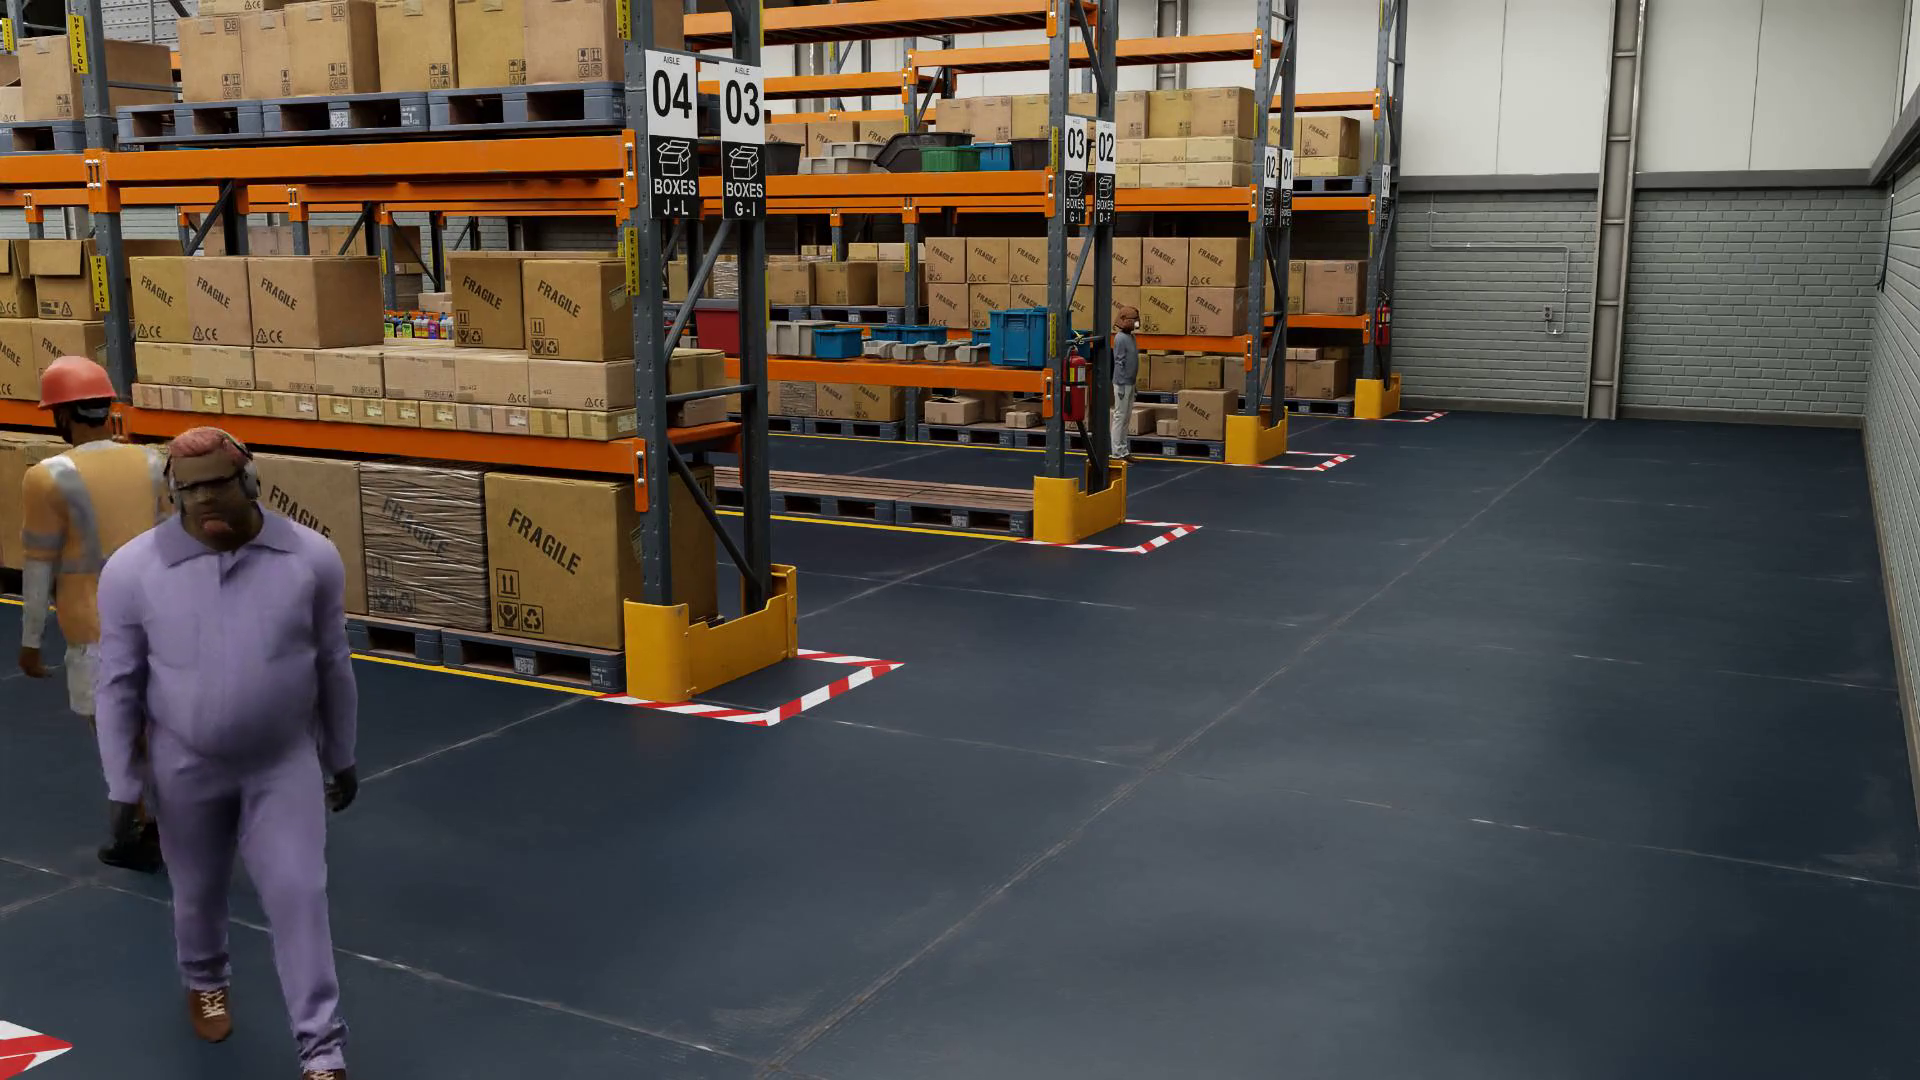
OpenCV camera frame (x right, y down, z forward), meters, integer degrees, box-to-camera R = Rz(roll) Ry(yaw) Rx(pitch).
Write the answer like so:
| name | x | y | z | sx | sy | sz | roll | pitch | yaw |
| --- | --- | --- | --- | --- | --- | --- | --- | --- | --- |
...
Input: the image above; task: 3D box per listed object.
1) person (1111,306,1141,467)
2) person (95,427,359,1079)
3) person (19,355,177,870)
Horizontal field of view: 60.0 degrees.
| name | x | y | z | sx | sy | sz | roll | pitch | yaw |
| --- | --- | --- | --- | --- | --- | --- | --- | --- | --- |
| person | 1.709 | -1.577 | 17.053 | 0.279 | 1.633 | 0.505 | 4 | 11 | 22 |
| person | -2.013 | 0.603 | 4.616 | 0.664 | 1.847 | 0.963 | -4 | 11 | -23 |
| person | -3.152 | 0.283 | 6.142 | 0.430 | 1.915 | 0.571 | 5 | 12 | 26 |
